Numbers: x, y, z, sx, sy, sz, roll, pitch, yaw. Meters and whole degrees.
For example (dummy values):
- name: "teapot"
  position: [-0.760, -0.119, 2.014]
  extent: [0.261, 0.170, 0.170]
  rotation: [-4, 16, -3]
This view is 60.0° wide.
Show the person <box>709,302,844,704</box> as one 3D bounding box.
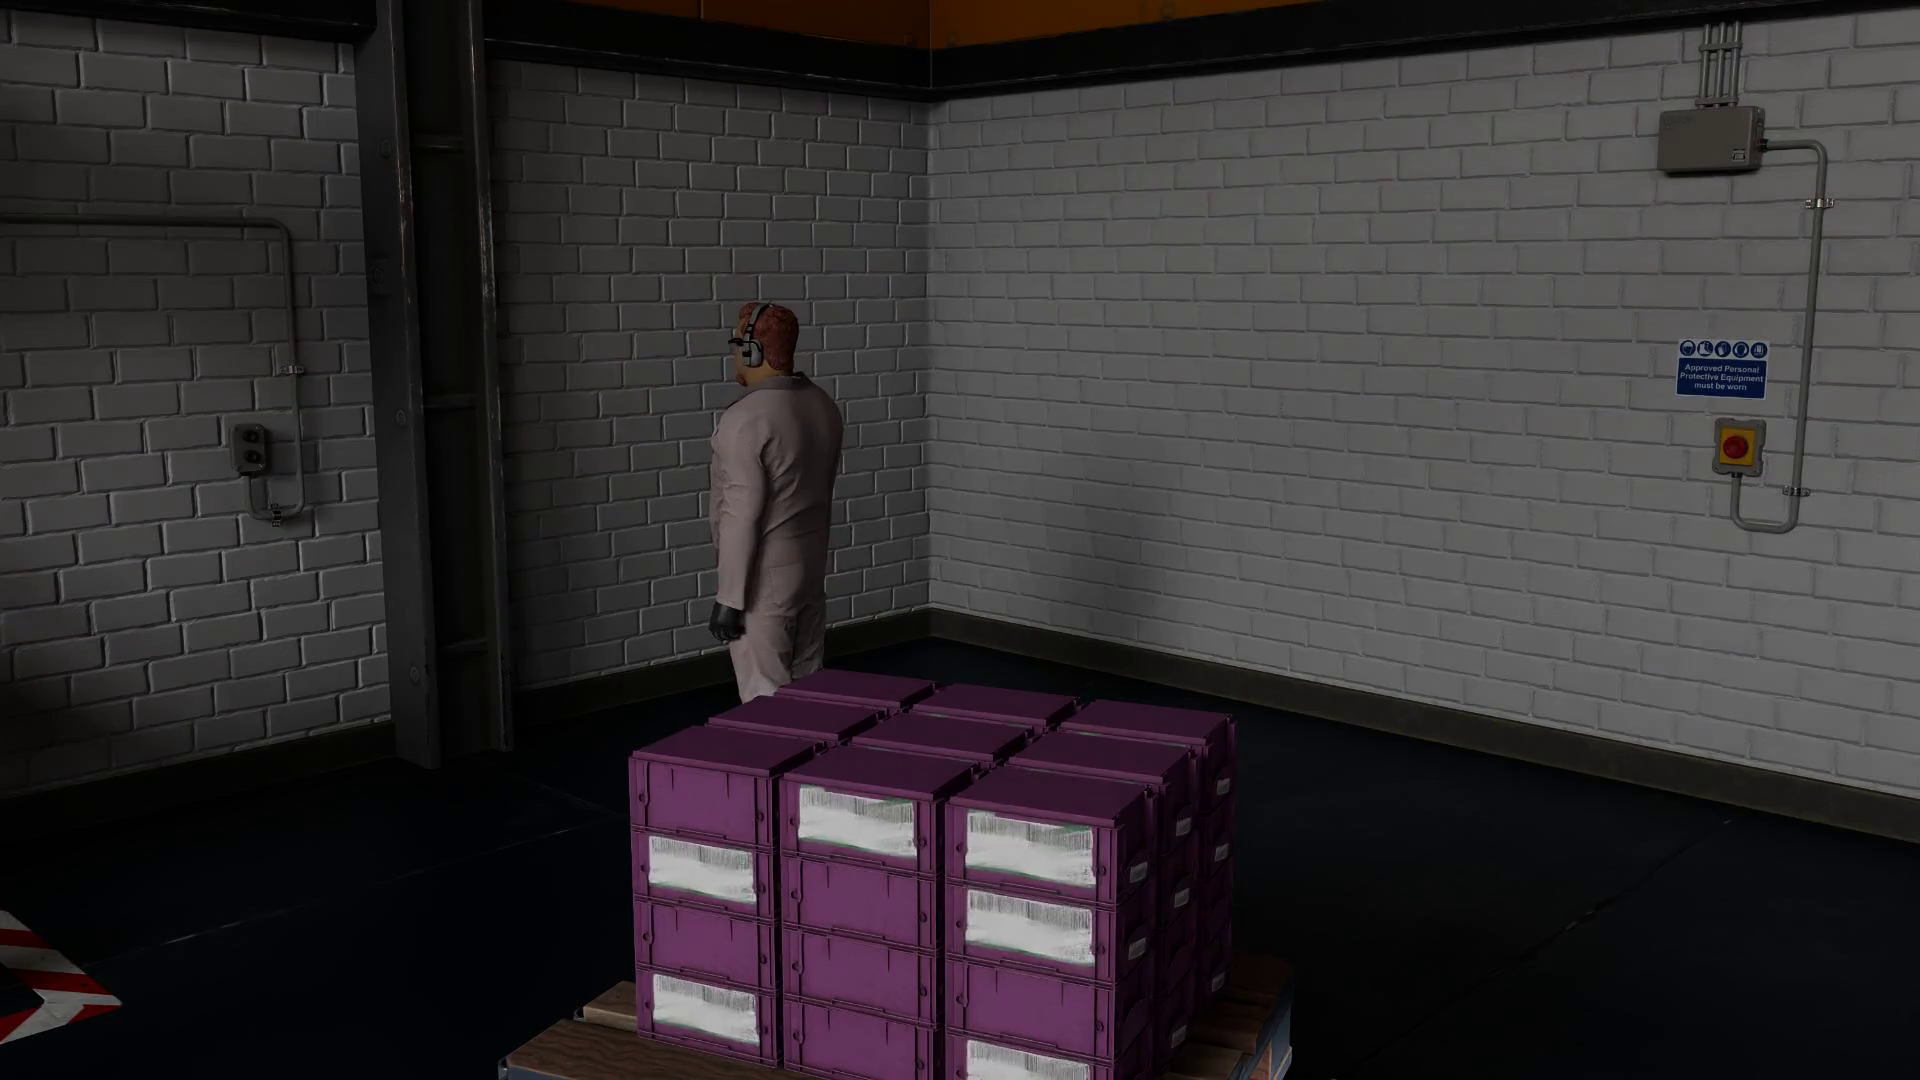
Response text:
- name: "person"
  position: [-0.670, 0.133, 5.810]
  extent: [0.410, 1.909, 0.643]
  rotation: [4, 10, 24]
